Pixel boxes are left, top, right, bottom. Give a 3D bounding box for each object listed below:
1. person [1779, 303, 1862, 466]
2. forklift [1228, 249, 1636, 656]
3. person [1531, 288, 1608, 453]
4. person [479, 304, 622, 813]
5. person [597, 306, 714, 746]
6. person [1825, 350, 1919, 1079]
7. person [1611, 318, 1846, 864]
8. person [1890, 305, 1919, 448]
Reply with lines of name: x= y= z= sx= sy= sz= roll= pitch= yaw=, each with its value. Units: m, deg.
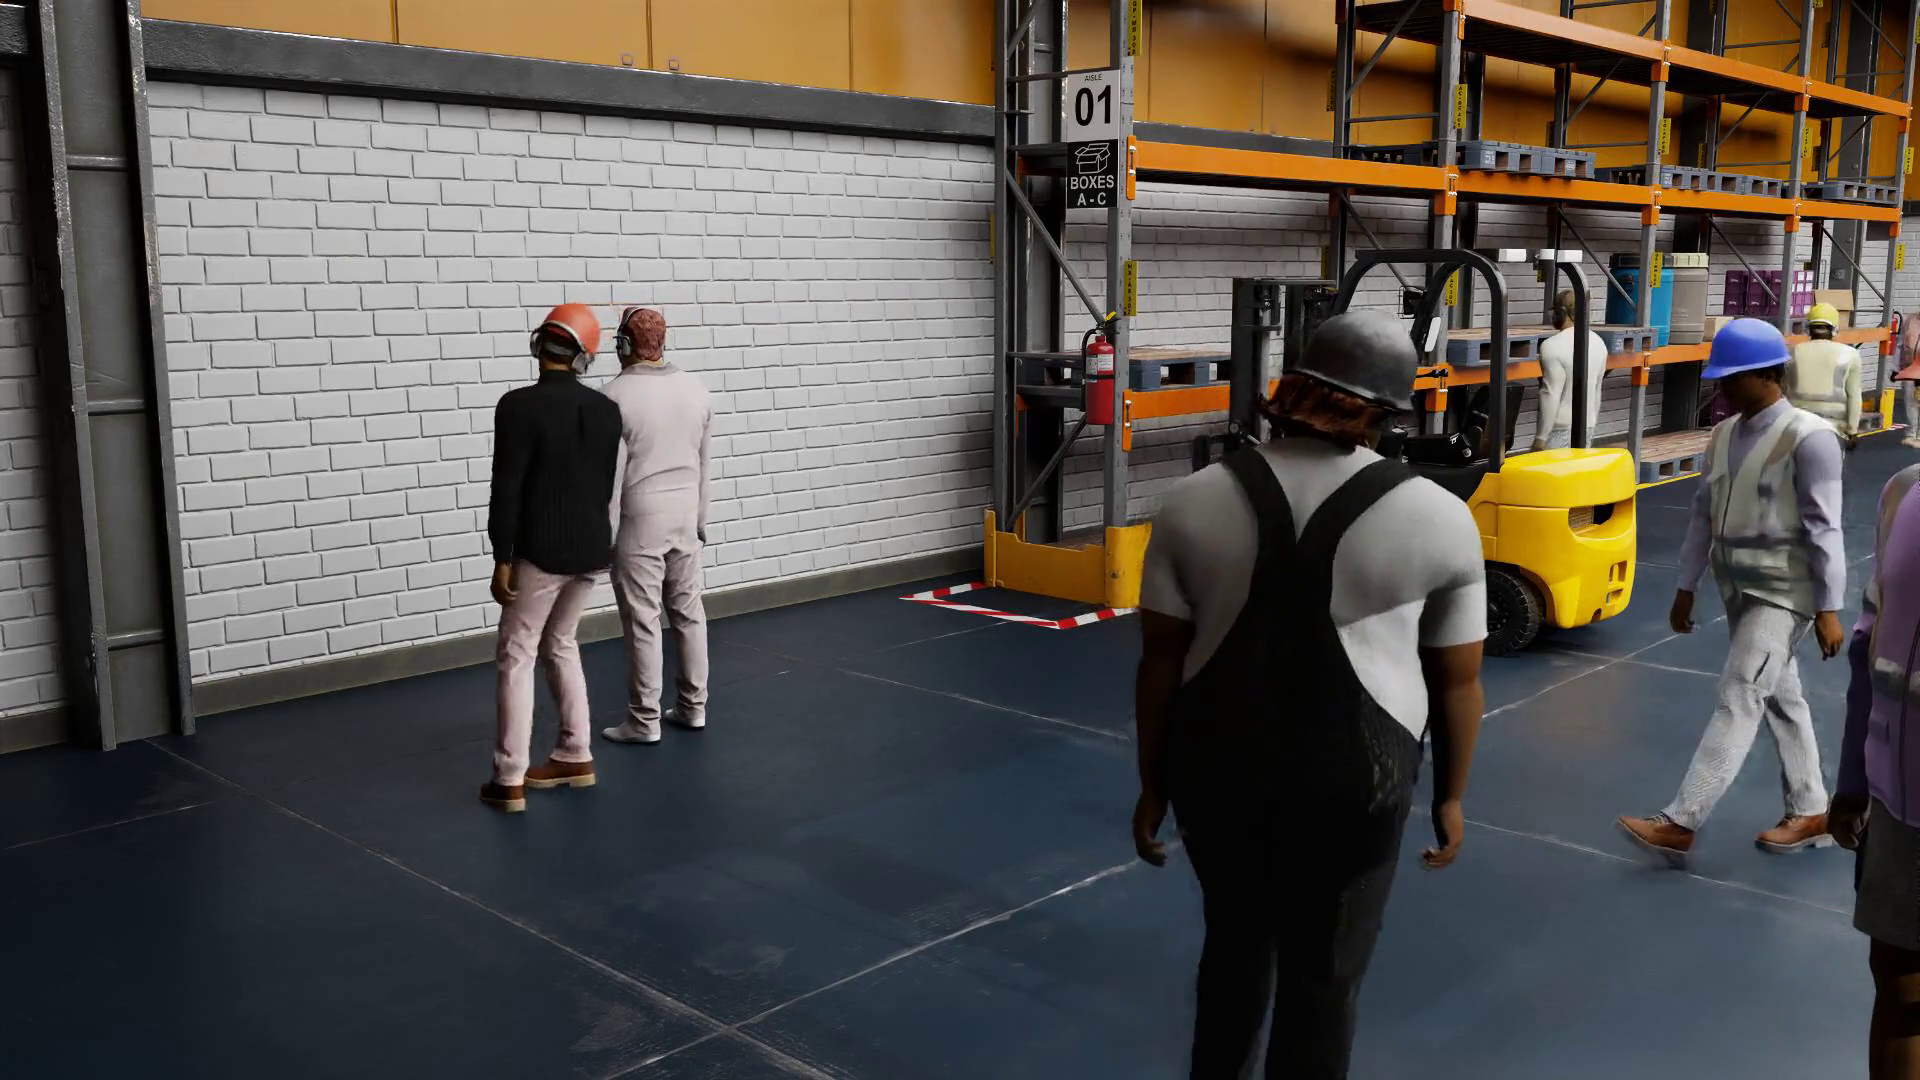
person: x=6.516 y=-0.887 z=12.642 sx=0.627 sy=1.808 sz=0.700 roll=7 pitch=11 yaw=35
forklift: x=2.710 y=-0.584 z=9.626 sx=2.313 sy=2.155 sz=1.214 roll=9 pitch=13 yaw=43
person: x=4.140 y=-0.741 z=11.365 sx=0.635 sy=1.937 sz=0.352 roll=-7 pitch=11 yaw=-35
person: x=-1.597 y=0.053 z=6.522 sx=0.411 sy=1.937 sz=0.664 roll=6 pitch=11 yaw=32
person: x=-1.371 y=-0.059 z=7.284 sx=0.399 sy=1.909 sz=0.643 roll=8 pitch=12 yaw=39
person: x=1.982 y=0.519 z=3.317 sx=0.381 sy=2.045 sz=0.605 roll=-3 pitch=10 yaw=-15
person: x=2.691 y=0.188 z=5.800 sx=0.984 sy=1.891 sz=0.620 roll=-1 pitch=9 yaw=-8
person: x=11.235 y=-1.997 z=19.430 sx=0.470 sy=1.845 sz=0.624 roll=-7 pitch=11 yaw=-36
